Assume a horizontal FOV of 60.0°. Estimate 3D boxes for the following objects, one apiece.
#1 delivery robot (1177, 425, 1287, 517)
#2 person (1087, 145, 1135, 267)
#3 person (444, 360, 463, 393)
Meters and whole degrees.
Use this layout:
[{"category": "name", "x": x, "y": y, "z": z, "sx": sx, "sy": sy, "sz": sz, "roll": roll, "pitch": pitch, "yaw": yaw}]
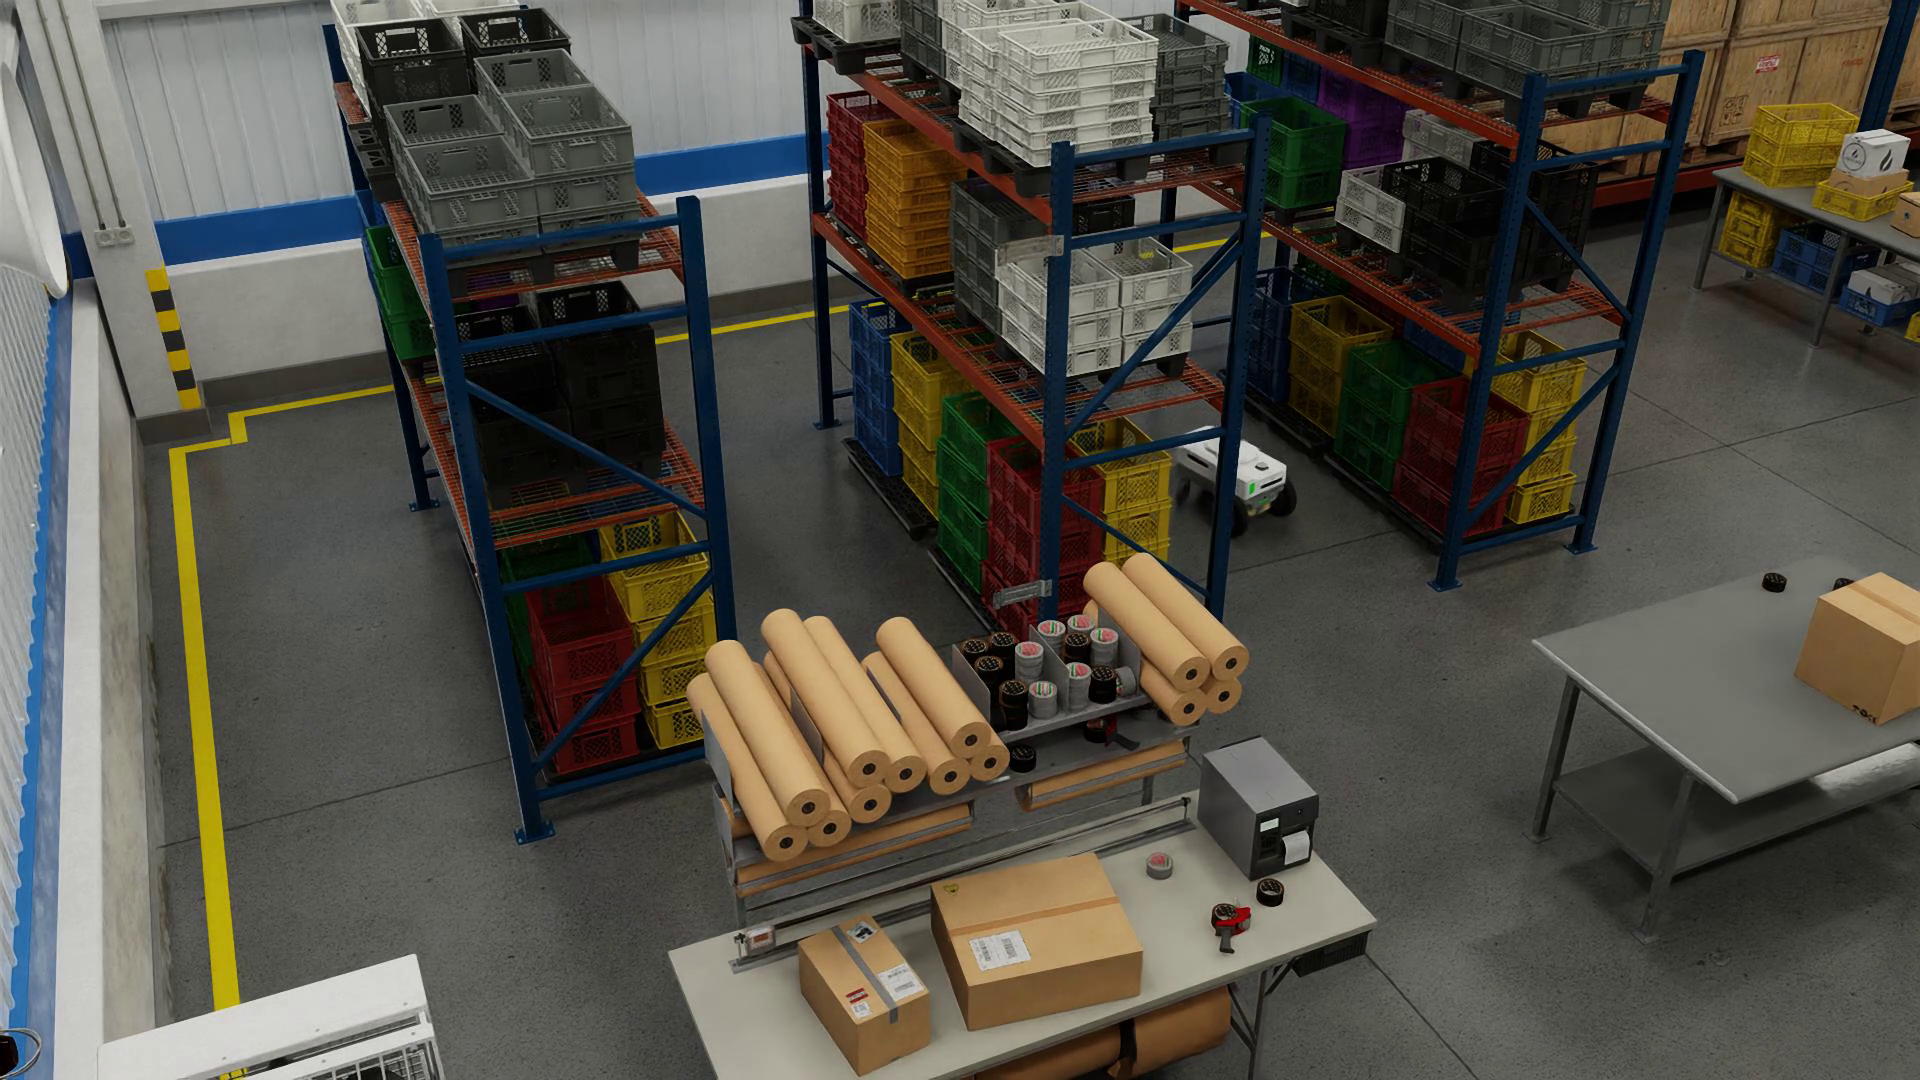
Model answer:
[{"category": "delivery robot", "x": 1.684, "y": -0.466, "z": 10.347, "sx": 0.477, "sy": 0.478, "sz": 0.707, "roll": -21, "pitch": 37, "yaw": -30}, {"category": "person", "x": 1.073, "y": -2.665, "z": 12.696, "sx": 0.628, "sy": 1.939, "sz": 0.373, "roll": 22, "pitch": 38, "yaw": 31}, {"category": "person", "x": -3.468, "y": -1.918, "z": 11.544, "sx": 0.379, "sy": 1.879, "sz": 0.596, "roll": 14, "pitch": 34, "yaw": 22}]
